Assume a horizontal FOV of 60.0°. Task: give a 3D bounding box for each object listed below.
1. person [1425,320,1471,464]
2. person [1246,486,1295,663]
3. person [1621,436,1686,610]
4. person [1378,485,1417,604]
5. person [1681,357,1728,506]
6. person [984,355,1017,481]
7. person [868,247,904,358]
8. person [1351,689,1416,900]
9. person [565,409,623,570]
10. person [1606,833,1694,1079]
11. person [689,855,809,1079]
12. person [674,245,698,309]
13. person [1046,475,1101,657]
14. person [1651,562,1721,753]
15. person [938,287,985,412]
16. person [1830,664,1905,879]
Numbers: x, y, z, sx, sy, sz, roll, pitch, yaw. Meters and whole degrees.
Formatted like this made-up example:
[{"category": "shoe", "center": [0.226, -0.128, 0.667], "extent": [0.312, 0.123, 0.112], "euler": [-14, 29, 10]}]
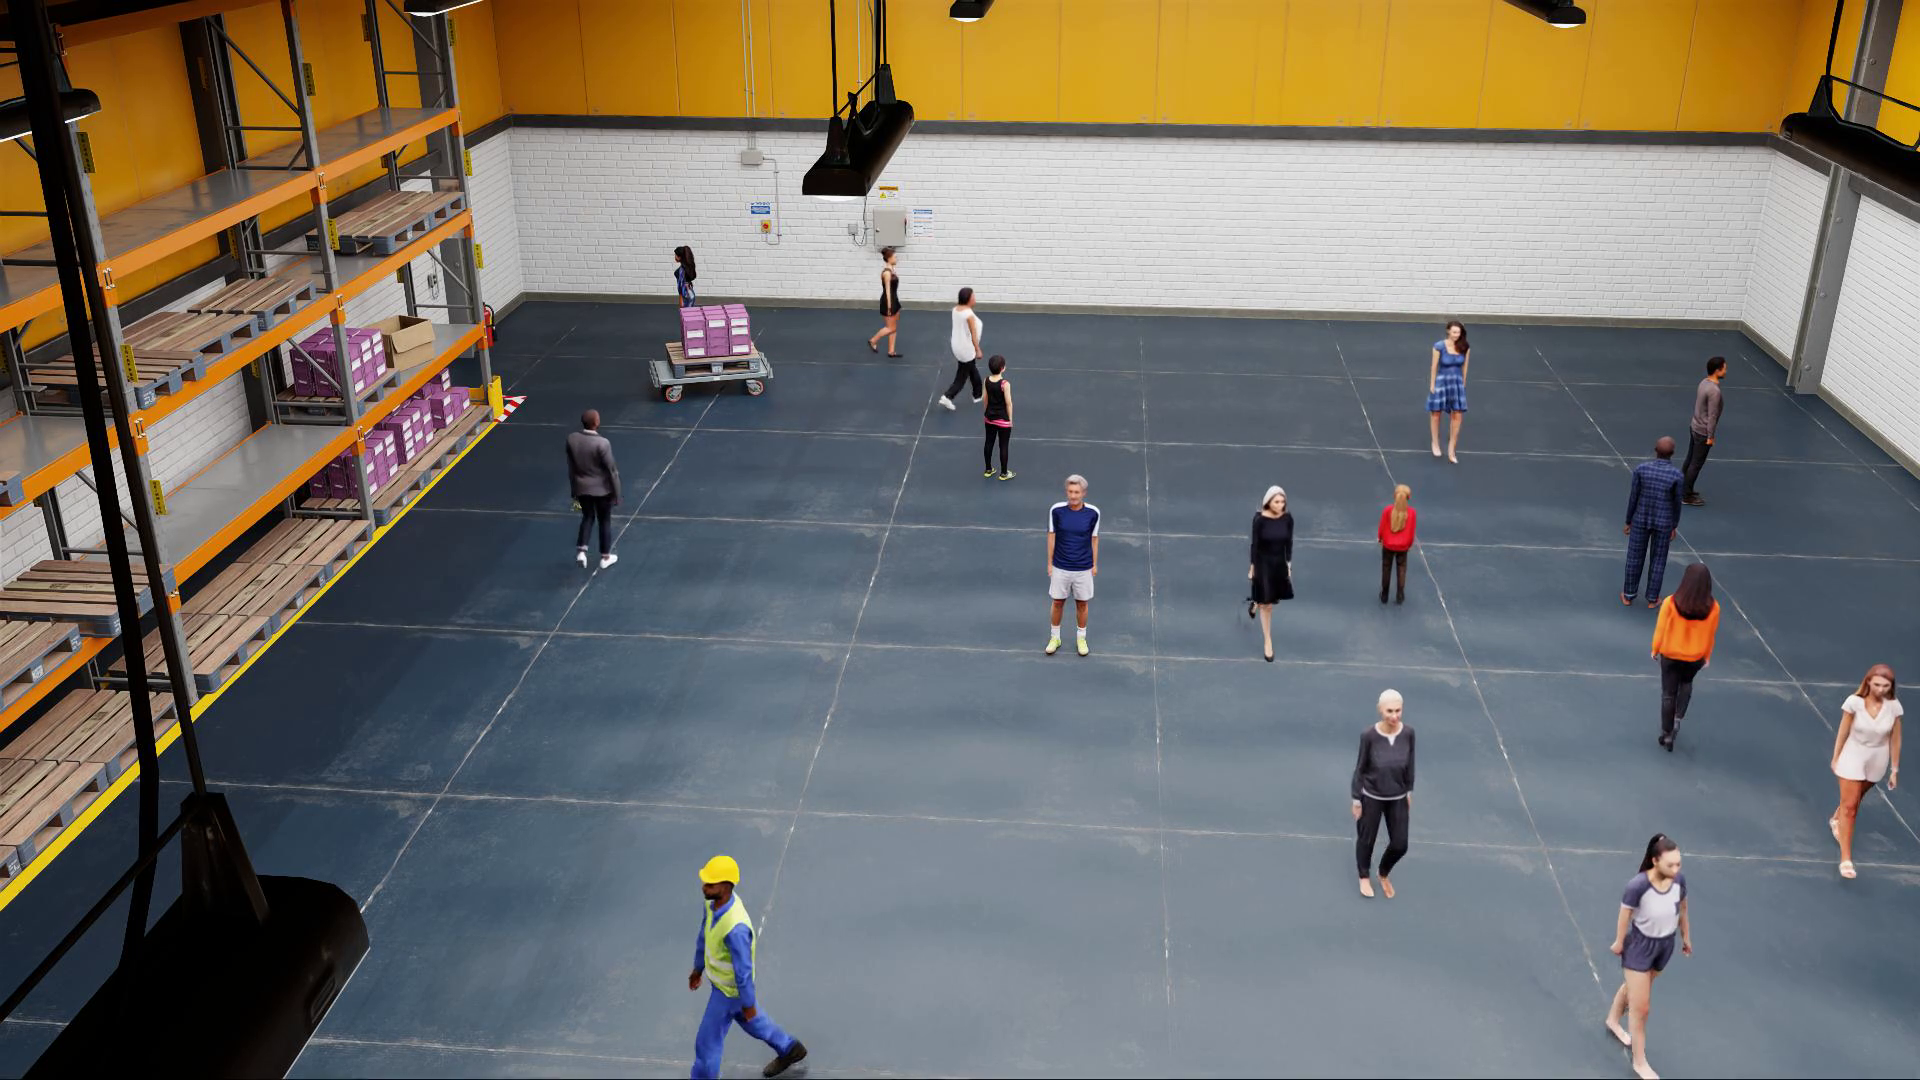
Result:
[{"category": "person", "center": [6.049, -1.884, 20.755], "extent": [0.700, 1.786, 0.843], "euler": [-1, 24, -2]}, {"category": "person", "center": [2.927, 0.268, 15.908], "extent": [0.785, 1.725, 1.043], "euler": [-5, 24, -11]}, {"category": "person", "center": [7.011, -0.188, 16.834], "extent": [0.735, 1.818, 0.711], "euler": [11, 26, 23]}, {"category": "person", "center": [4.434, 0.048, 16.968], "extent": [0.509, 1.278, 0.553], "euler": [4, 24, 8]}, {"category": "person", "center": [8.660, -1.289, 19.418], "extent": [0.712, 1.765, 0.482], "euler": [-9, 25, -20]}, {"category": "person", "center": [0.455, -1.495, 20.168], "extent": [0.614, 1.543, 0.638], "euler": [16, 28, 32]}, {"category": "person", "center": [-1.123, -3.480, 24.559], "extent": [0.662, 1.663, 0.692], "euler": [4, 24, 9]}, {"category": "person", "center": [3.116, 1.837, 12.331], "extent": [0.672, 1.715, 0.631], "euler": [-1, 24, -2]}, {"category": "person", "center": [-3.909, -0.490, 17.540], "extent": [0.837, 1.806, 0.908], "euler": [7, 25, 16]}, {"category": "person", "center": [4.366, 2.586, 10.726], "extent": [0.834, 1.628, 0.980], "euler": [-9, 25, -21]}, {"category": "person", "center": [-1.346, 2.701, 10.272], "extent": [1.092, 1.780, 1.226], "euler": [-9, 25, -20]}, {"category": "person", "center": [-4.096, -3.625, 24.943], "extent": [0.659, 1.621, 0.473], "euler": [2, 24, 4]}, {"category": "person", "center": [1.073, 0.221, 15.874], "extent": [0.625, 1.838, 0.530], "euler": [2, 24, 5]}, {"category": "person", "center": [6.172, 1.030, 14.151], "extent": [0.618, 1.736, 0.617], "euler": [2, 24, 6]}, {"category": "person", "center": [0.038, -2.562, 22.462], "extent": [1.035, 1.660, 1.122], "euler": [-9, 25, -20]}, {"category": "person", "center": [6.923, 1.682, 12.772], "extent": [0.720, 1.645, 1.162], "euler": [6, 24, 14]}]
